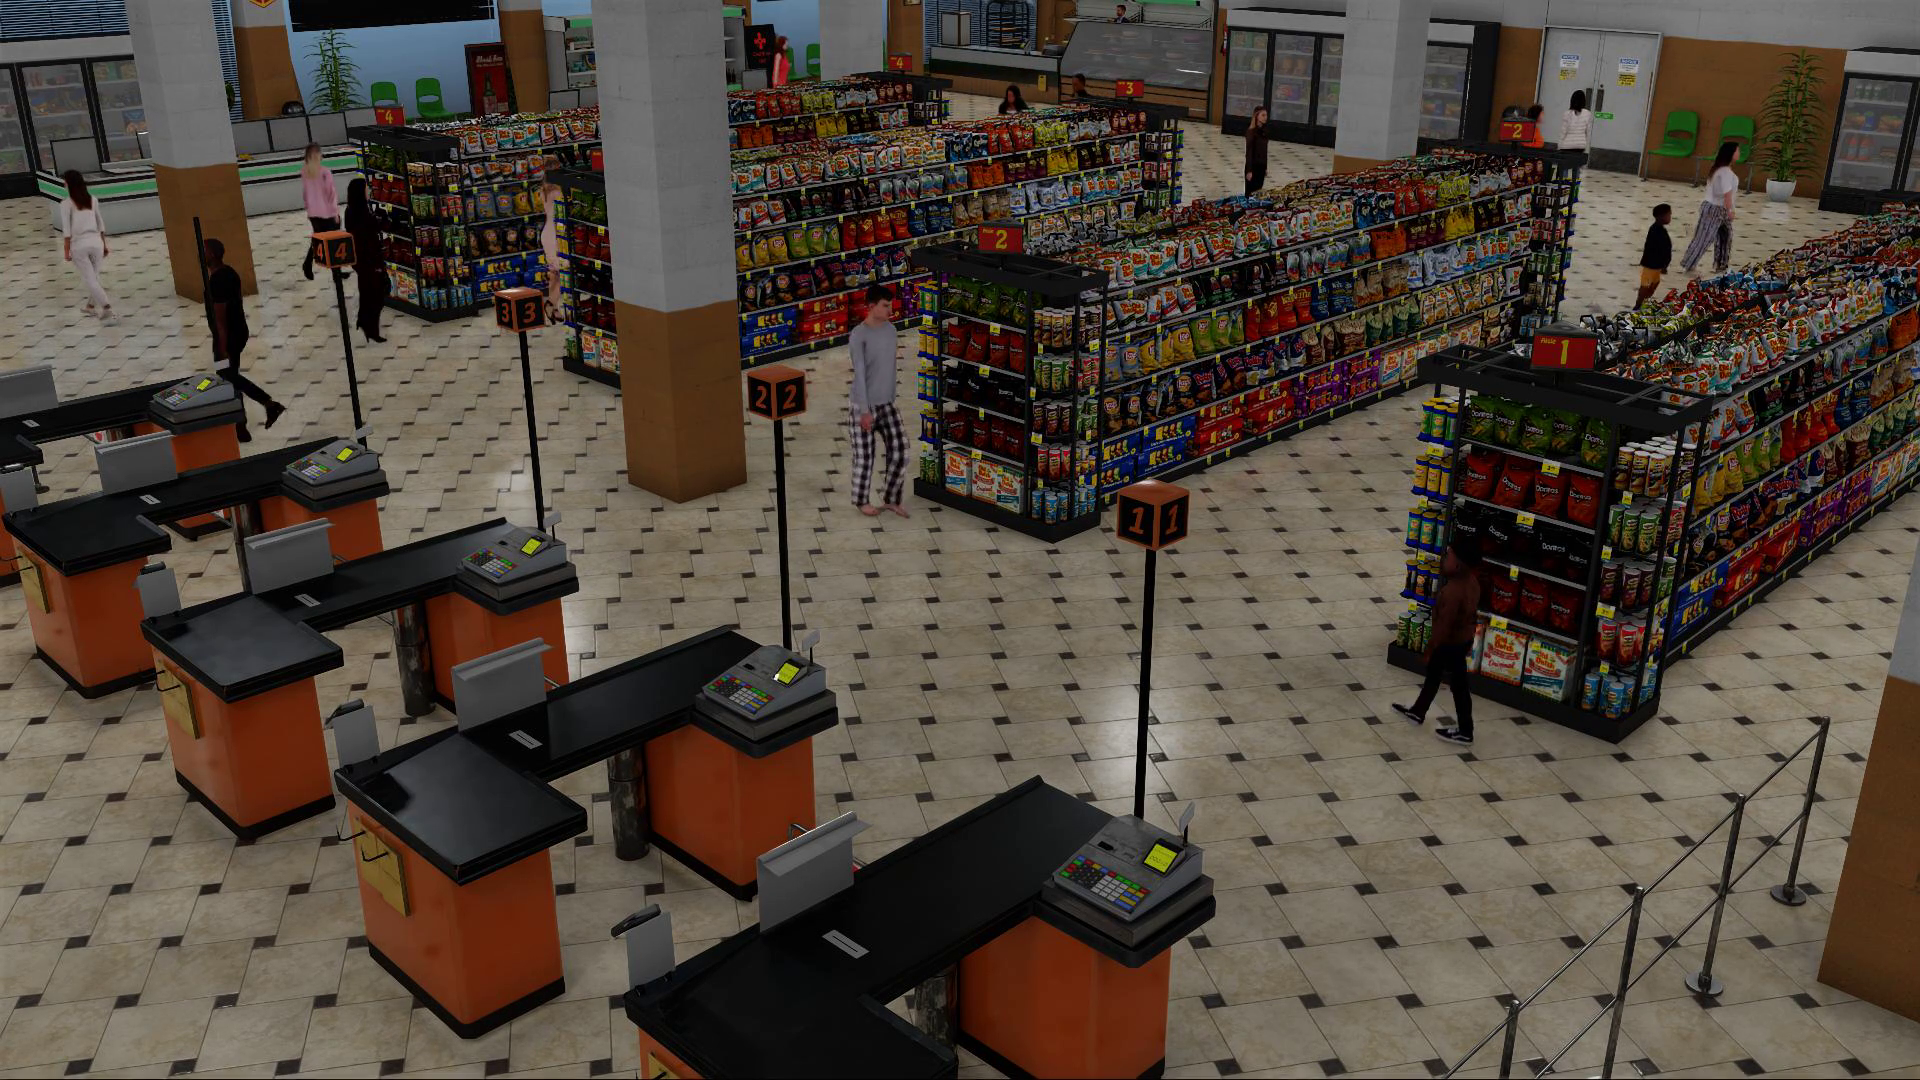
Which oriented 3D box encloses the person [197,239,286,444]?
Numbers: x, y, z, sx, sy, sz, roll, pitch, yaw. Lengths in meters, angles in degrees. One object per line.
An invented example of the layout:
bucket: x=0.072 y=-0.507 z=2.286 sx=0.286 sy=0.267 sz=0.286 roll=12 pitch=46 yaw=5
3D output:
person: x=-6.257 y=-1.721 z=14.441 sx=0.996 sy=1.811 sz=0.907 roll=-4 pitch=22 yaw=-11

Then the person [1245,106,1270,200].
person: x=4.123 y=-5.187 z=23.211 sx=0.659 sy=1.704 sz=0.415 roll=20 pitch=30 yaw=41

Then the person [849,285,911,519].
person: x=-0.729 y=-1.070 z=12.796 sx=0.743 sy=1.830 sz=0.742 roll=-16 pitch=27 yaw=-34

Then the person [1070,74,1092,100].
person: x=1.921 y=-6.108 z=25.270 sx=0.920 sy=1.877 sz=0.881 roll=-10 pitch=24 yaw=-23

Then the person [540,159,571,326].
person: x=-4.519 y=-3.190 z=18.185 sx=0.699 sy=1.746 sz=0.618 roll=-19 pitch=28 yaw=-38

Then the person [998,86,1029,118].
person: x=0.864 y=-6.340 z=26.271 sx=0.976 sy=1.562 sz=1.187 roll=7 pitch=23 yaw=16

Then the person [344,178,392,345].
person: x=-6.331 y=-2.916 z=17.500 sx=0.759 sy=1.747 sz=0.760 roll=-12 pitch=25 yaw=-28

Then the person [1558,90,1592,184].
person: x=9.381 y=-6.052 z=25.453 sx=0.685 sy=1.637 sz=0.760 roll=-2 pitch=22 yaw=-4

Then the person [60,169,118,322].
person: x=-9.635 y=-3.230 z=18.397 sx=0.856 sy=1.661 sz=1.007 roll=11 pitch=25 yaw=26

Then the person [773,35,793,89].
person: x=-3.489 y=-8.777 z=32.030 sx=0.976 sy=1.790 sz=0.929 roll=0 pitch=22 yaw=1

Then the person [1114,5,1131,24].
person: x=3.713 y=-11.423 z=38.510 sx=0.628 sy=1.868 sz=0.563 roll=20 pitch=29 yaw=41

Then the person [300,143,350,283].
person: x=-7.768 y=-3.930 z=20.124 sx=0.816 sy=1.672 sz=0.979 roll=8 pitch=23 yaw=20

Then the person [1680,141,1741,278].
person: x=9.201 y=-4.051 z=20.450 sx=0.988 sy=1.653 sz=1.005 roll=7 pitch=23 yaw=17

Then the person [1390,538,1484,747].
person: x=2.864 y=0.599 z=9.436 sx=0.670 sy=1.237 sz=0.733 roll=14 pitch=26 yaw=31

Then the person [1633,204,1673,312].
person: x=7.746 y=-3.155 z=18.750 sx=0.676 sy=1.259 sz=0.605 roll=3 pitch=22 yaw=7

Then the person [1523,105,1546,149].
person: x=7.764 y=-5.113 z=22.984 sx=0.798 sy=1.736 sz=0.708 roll=7 pitch=23 yaw=18
